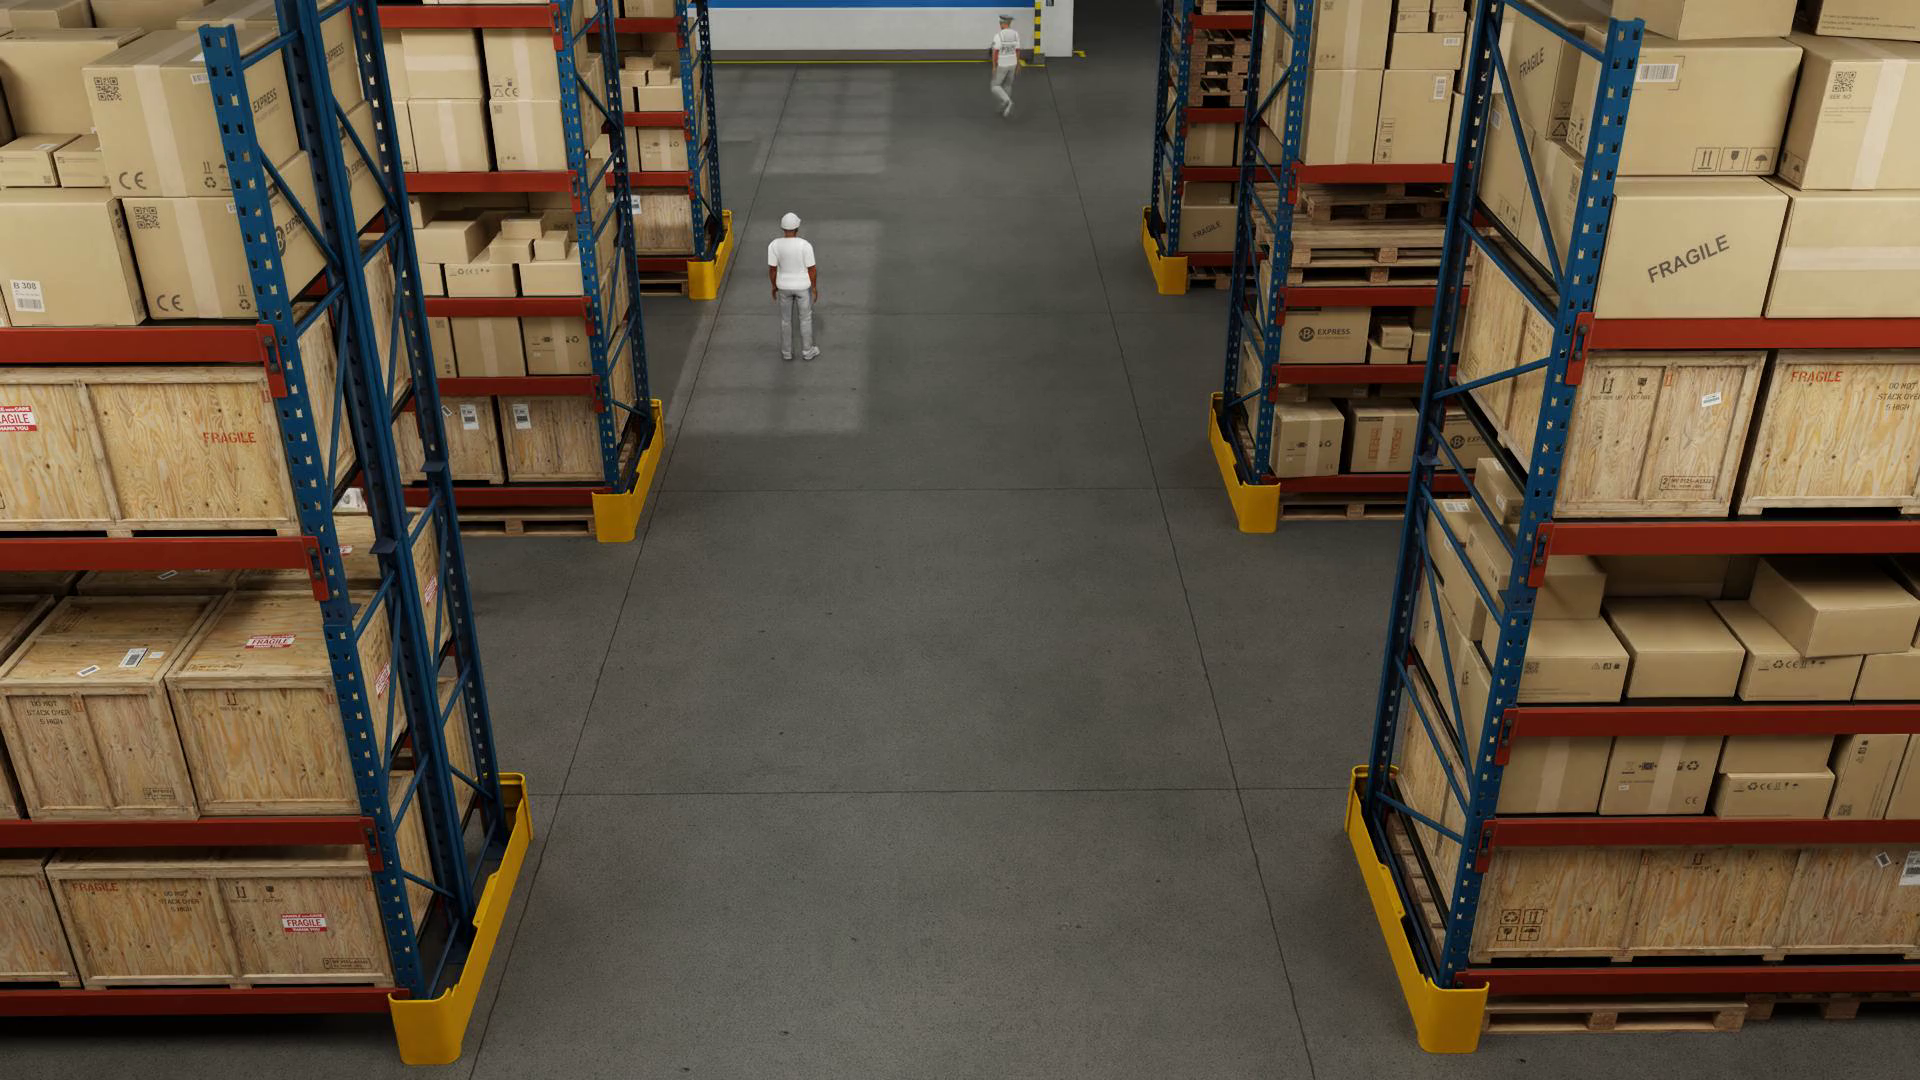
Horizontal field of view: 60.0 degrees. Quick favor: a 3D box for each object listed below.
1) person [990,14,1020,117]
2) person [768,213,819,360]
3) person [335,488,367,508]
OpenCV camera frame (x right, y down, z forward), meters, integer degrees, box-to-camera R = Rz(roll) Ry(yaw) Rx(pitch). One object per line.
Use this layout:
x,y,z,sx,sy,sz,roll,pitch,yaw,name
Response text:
0.815,-8.437,29.600,0.556,1.739,0.739,-17,33,-29,person
-1.933,-2.964,19.420,0.552,1.771,0.399,3,28,5,person
-5.074,-0.108,14.179,0.677,1.669,0.551,-6,29,-12,person
